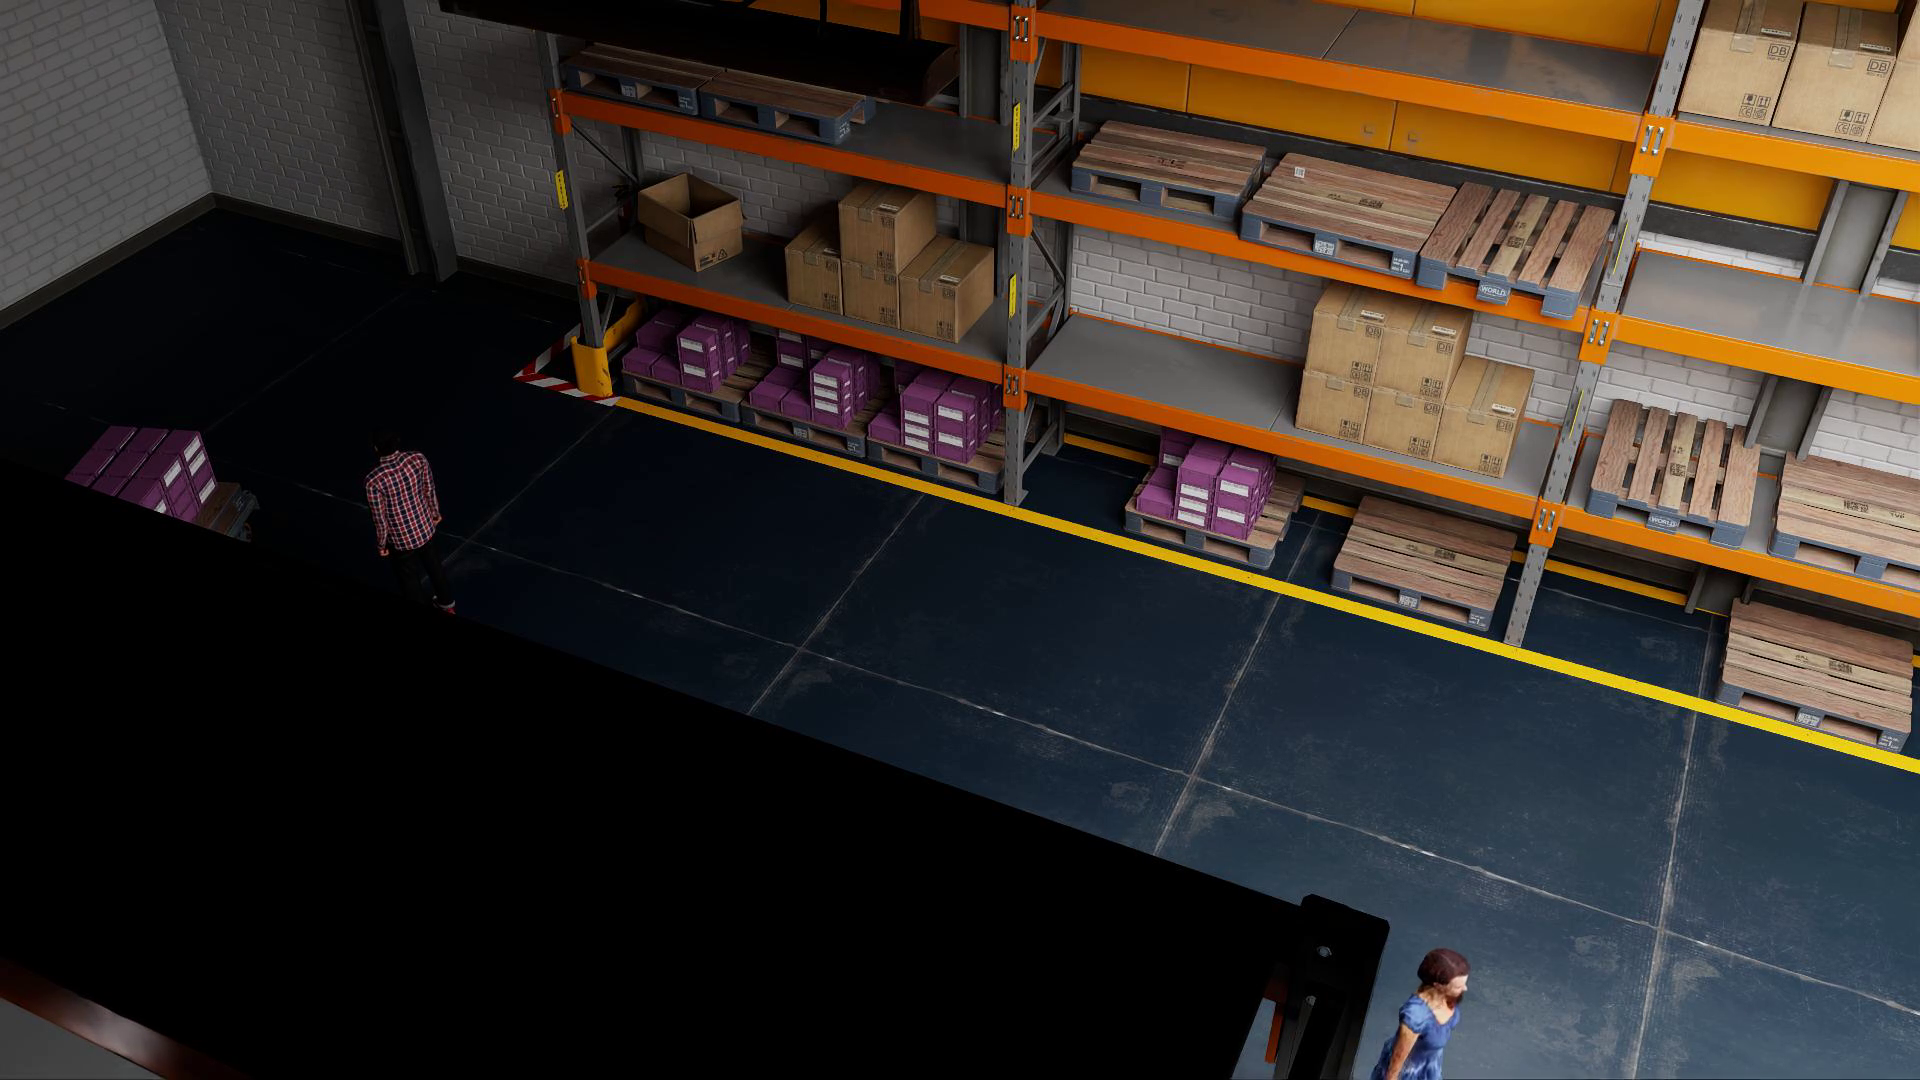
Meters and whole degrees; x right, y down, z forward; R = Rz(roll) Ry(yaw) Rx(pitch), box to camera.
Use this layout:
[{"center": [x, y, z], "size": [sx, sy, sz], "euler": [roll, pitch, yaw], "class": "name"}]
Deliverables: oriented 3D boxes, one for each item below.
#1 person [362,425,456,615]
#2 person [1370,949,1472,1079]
[{"center": [-3.933, -0.090, 11.826], "size": [0.671, 1.761, 0.748], "euler": [25, 45, 28], "class": "person"}, {"center": [2.202, 2.628, 8.396], "size": [0.920, 1.795, 0.747], "euler": [23, 44, 26], "class": "person"}]
